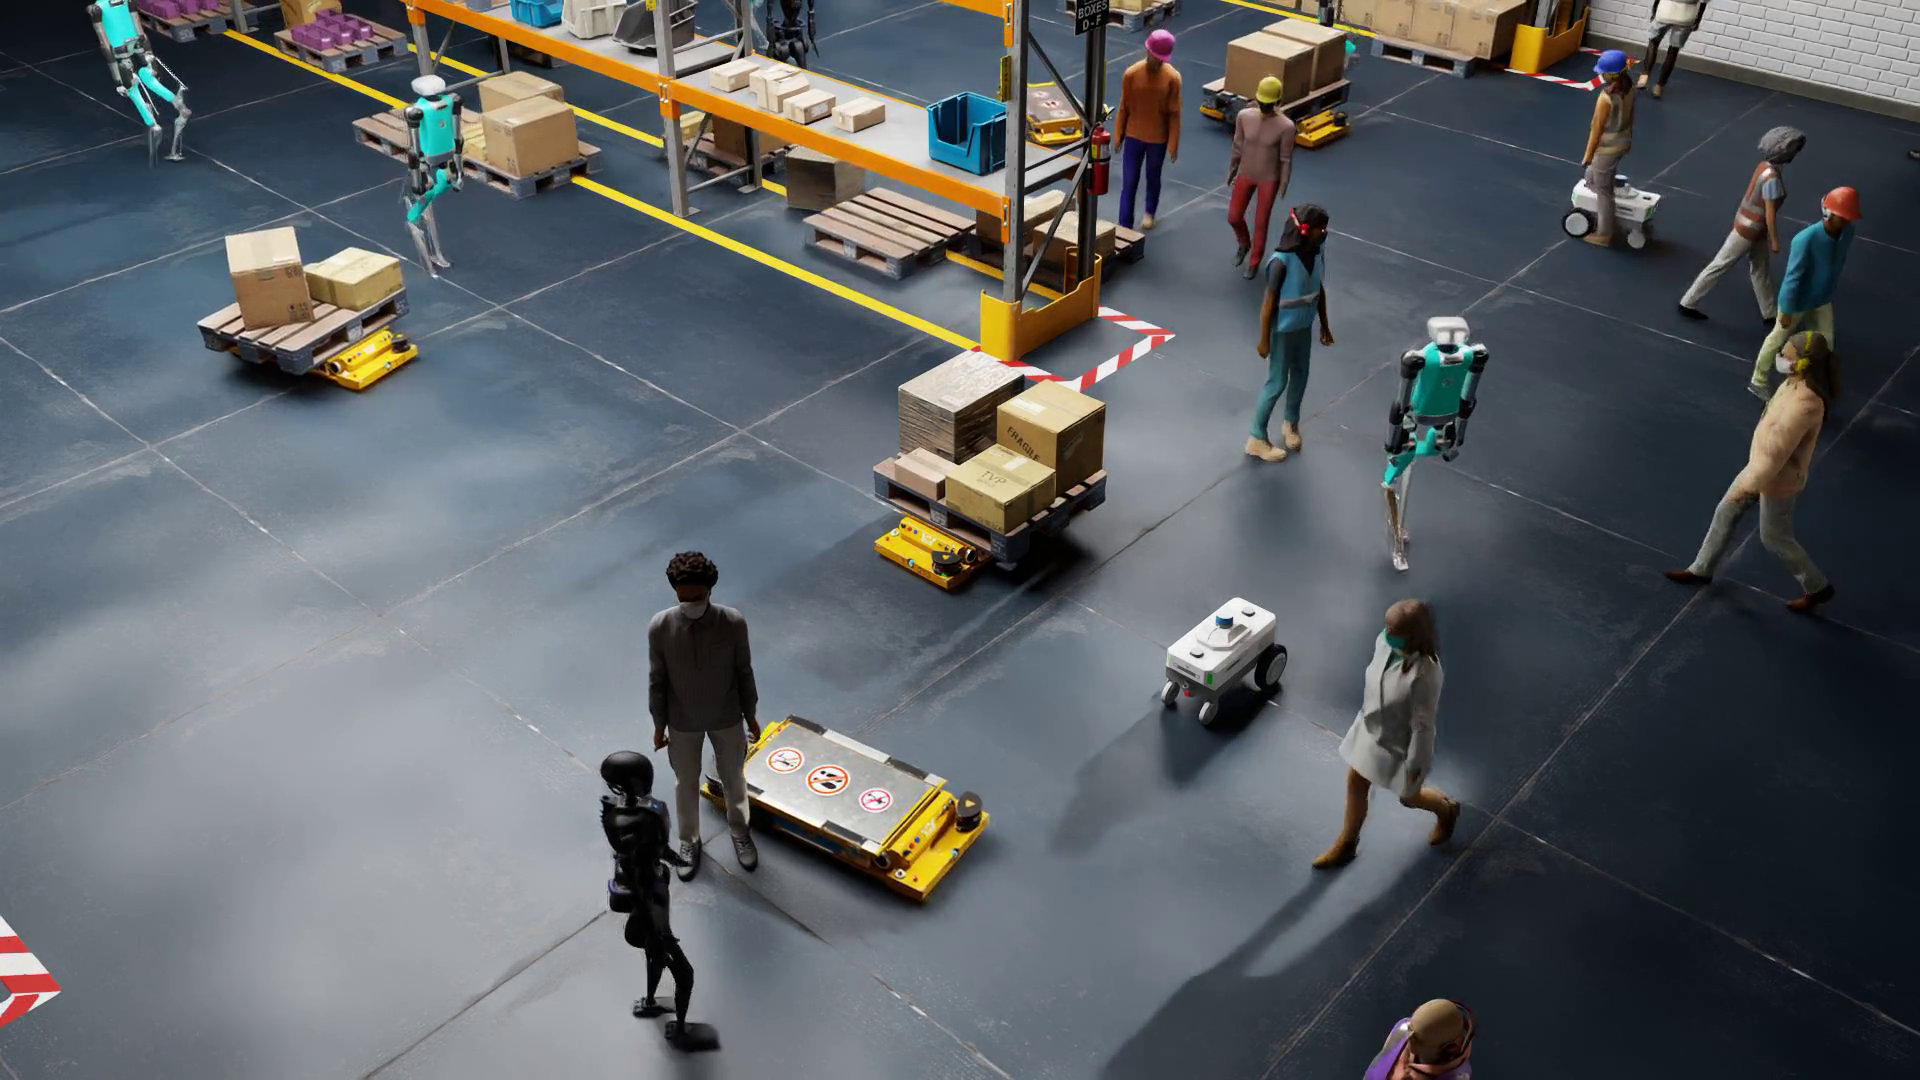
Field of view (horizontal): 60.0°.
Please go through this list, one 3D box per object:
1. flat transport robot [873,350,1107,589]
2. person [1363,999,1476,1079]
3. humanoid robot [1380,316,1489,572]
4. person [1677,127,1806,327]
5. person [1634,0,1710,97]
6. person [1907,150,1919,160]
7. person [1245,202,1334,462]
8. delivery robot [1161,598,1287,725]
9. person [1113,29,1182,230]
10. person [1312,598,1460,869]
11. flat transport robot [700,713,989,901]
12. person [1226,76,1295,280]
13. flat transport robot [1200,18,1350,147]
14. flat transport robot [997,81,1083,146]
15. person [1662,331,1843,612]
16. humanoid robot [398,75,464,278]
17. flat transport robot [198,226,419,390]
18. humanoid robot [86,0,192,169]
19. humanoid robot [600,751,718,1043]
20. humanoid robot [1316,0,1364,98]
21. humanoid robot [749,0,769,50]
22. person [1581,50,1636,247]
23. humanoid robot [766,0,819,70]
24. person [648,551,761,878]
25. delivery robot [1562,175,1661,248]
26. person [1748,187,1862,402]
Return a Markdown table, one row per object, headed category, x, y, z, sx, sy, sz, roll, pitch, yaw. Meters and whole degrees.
| category | x | y | z | sx | sy | sz | roll | pitch | yaw |
| --- | --- | --- | --- | --- | --- | --- | --- | --- | --- |
| flat transport robot | 0.158 | -0.172 | 11.059 | 0.659 | 0.231 | 1.431 | 27 | 43 | 33 |
| person | 1.664 | 2.302 | 6.220 | 0.347 | 1.694 | 0.481 | -12 | 36 | -16 |
| humanoid robot | 2.877 | -0.706 | 10.548 | 0.540 | 1.773 | 0.814 | -5 | 35 | -7 |
| person | 6.313 | -2.459 | 13.158 | 0.905 | 1.626 | 0.457 | 14 | 37 | 20 |
| person | 7.555 | -5.491 | 17.531 | 0.560 | 1.674 | 0.344 | 18 | 39 | 24 |
| person | 9.629 | -4.609 | 16.035 | 0.546 | 1.929 | 0.383 | -21 | 40 | -28 |
| person | 2.273 | -1.459 | 11.520 | 0.535 | 1.851 | 0.421 | -26 | 42 | -32 |
| delivery robot | 1.506 | 0.646 | 9.597 | 0.499 | 0.566 | 0.739 | 27 | 43 | 33 |
| person | 1.631 | -3.526 | 14.462 | 0.576 | 1.930 | 0.893 | 7 | 35 | 10 |
| person | 2.207 | 0.947 | 8.228 | 0.752 | 1.633 | 0.506 | -17 | 38 | -23 |
| flat transport robot | -0.623 | 1.376 | 8.816 | 1.431 | 0.231 | 0.659 | 20 | 39 | 26 |
| person | 2.477 | -3.006 | 13.851 | 0.553 | 1.749 | 0.374 | 17 | 38 | 23 |
| flat transport robot | 3.246 | -4.402 | 17.188 | 1.431 | 0.231 | 0.659 | 29 | 44 | 35 |
| flat transport robot | 0.906 | -4.444 | 17.248 | 0.659 | 0.231 | 1.431 | -10 | 36 | -14 |
| person | 4.966 | -0.400 | 10.015 | 0.920 | 1.842 | 0.531 | 9 | 36 | 12 |
| humanoid robot | -4.510 | -3.063 | 13.991 | 0.812 | 1.801 | 0.549 | 23 | 41 | 29 |
| flat transport robot | -5.035 | -1.545 | 13.049 | 1.431 | 0.231 | 0.659 | 16 | 38 | 22 |
| humanoid robot | -7.766 | -4.415 | 15.981 | 0.787 | 1.838 | 0.557 | 14 | 37 | 19 |
| humanoid robot | -1.328 | 1.547 | 7.352 | 0.509 | 1.656 | 0.594 | -2 | 35 | -2 |
| humanoid robot | 3.989 | -5.469 | 17.483 | 0.766 | 1.822 | 0.537 | 7 | 35 | 10 |
| humanoid robot | -2.336 | -6.388 | 18.850 | 0.893 | 1.847 | 0.554 | 18 | 38 | 24 |
| person | 5.601 | -3.385 | 14.415 | 0.480 | 1.735 | 0.473 | 27 | 43 | 33 |
| humanoid robot | -1.742 | -5.102 | 16.967 | 0.585 | 1.642 | 0.347 | -20 | 39 | -27 |
| person | -1.252 | 0.845 | 8.153 | 0.531 | 1.900 | 0.393 | -6 | 35 | -8 |
| delivery robot | 5.807 | -2.966 | 14.865 | 0.781 | 0.606 | 0.499 | 20 | 39 | 26 |
| person | 6.188 | -1.709 | 11.998 | 0.600 | 1.724 | 0.700 | -14 | 37 | -19 |
